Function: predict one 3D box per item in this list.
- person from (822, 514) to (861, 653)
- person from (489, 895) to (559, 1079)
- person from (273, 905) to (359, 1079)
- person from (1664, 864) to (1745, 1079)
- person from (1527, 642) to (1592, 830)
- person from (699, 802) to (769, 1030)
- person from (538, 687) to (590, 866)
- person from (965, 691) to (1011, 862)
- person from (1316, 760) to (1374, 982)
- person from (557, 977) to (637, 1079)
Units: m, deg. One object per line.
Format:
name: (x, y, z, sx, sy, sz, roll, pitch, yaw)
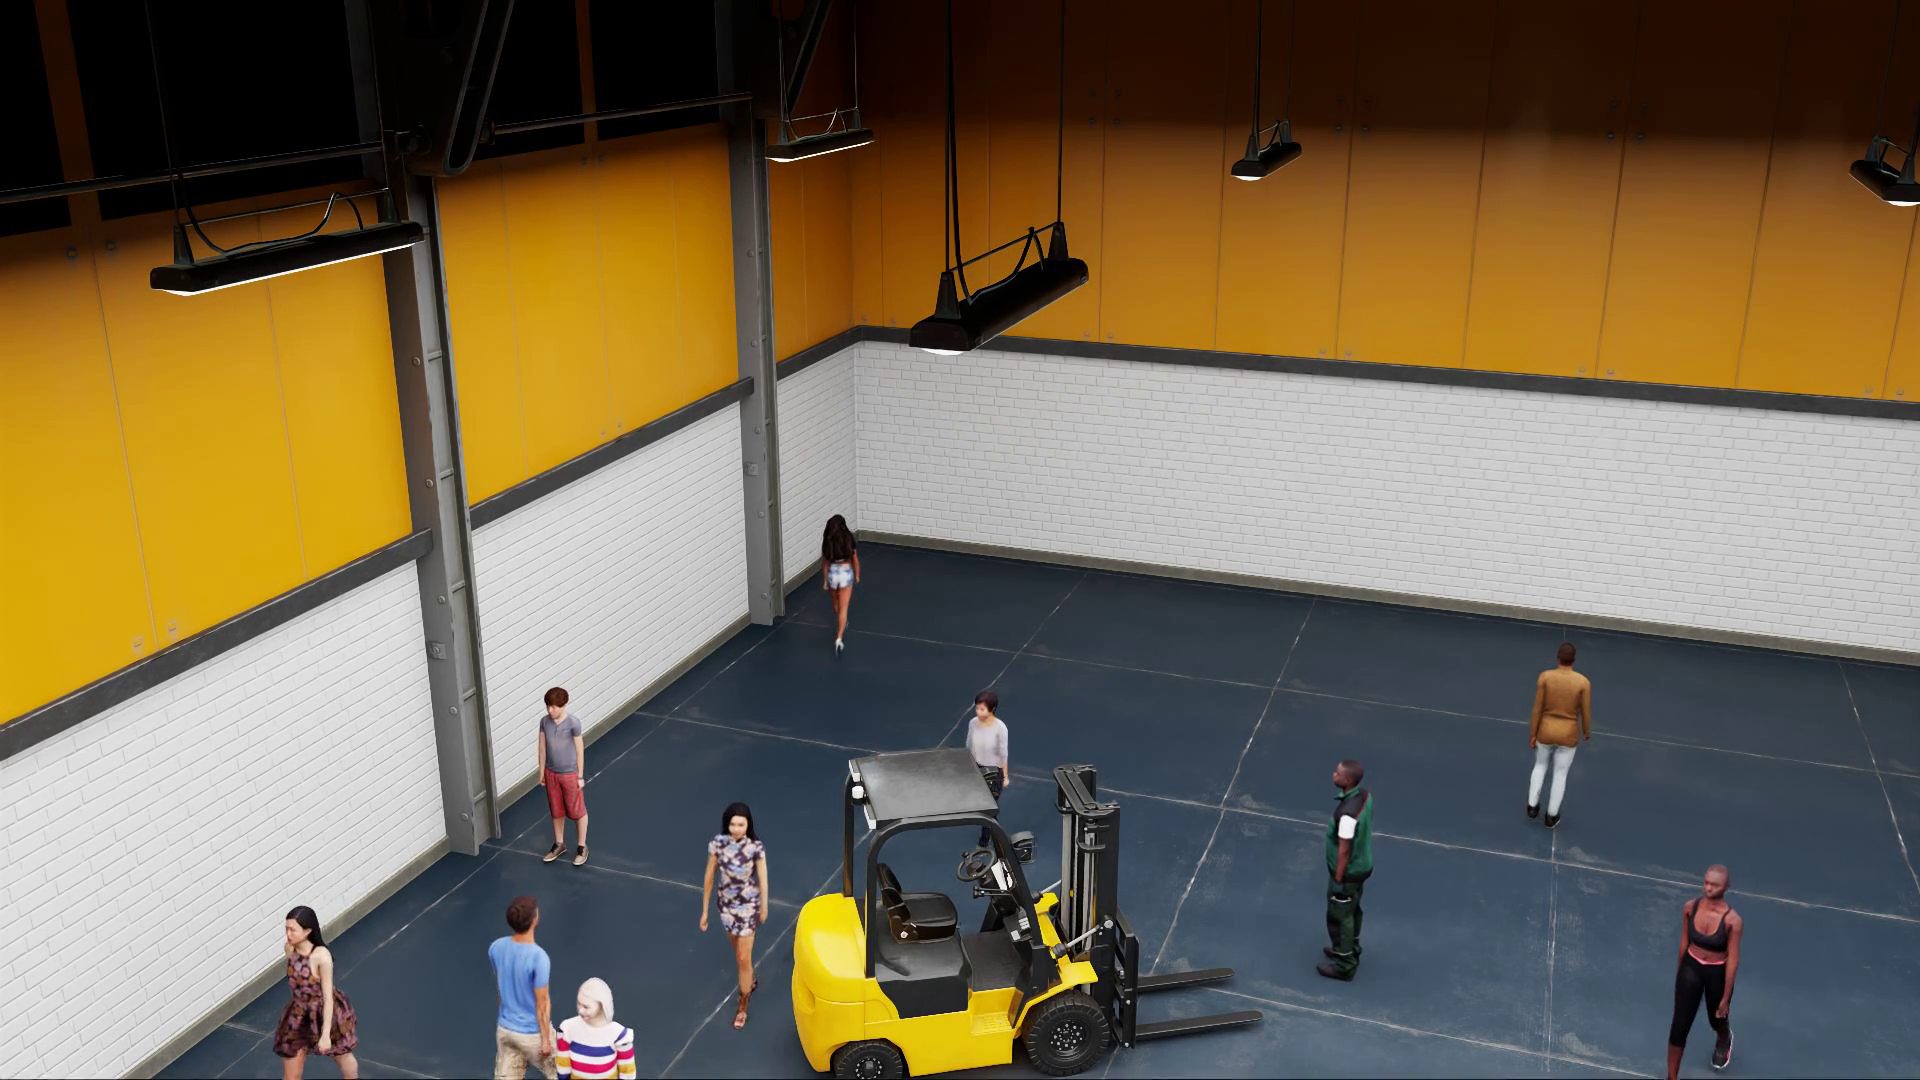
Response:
person: (-1.401, 0.540, 19.343, 0.679, 1.576, 1.095, 3, 19, 9)
person: (-2.908, 3.256, 10.878, 0.697, 1.830, 1.207, 9, 21, 25)
person: (-4.242, 3.207, 11.171, 0.653, 1.736, 1.094, 8, 20, 23)
person: (5.268, 3.056, 11.635, 0.910, 1.725, 1.231, 16, 25, 40)
person: (5.473, 1.809, 15.206, 0.694, 1.811, 0.697, 9, 21, 26)
person: (-1.644, 2.742, 12.596, 0.666, 1.708, 0.882, 5, 19, 15)
person: (-3.504, 2.059, 14.714, 0.603, 1.651, 0.560, 4, 19, 12)
person: (0.306, 2.046, 14.938, 0.717, 1.532, 0.904, 14, 23, 35)
person: (3.026, 2.553, 12.959, 0.758, 1.835, 0.563, 9, 21, 26)
person: (-2.217, 3.477, 10.257, 0.685, 1.807, 0.575, 3, 19, 9)
